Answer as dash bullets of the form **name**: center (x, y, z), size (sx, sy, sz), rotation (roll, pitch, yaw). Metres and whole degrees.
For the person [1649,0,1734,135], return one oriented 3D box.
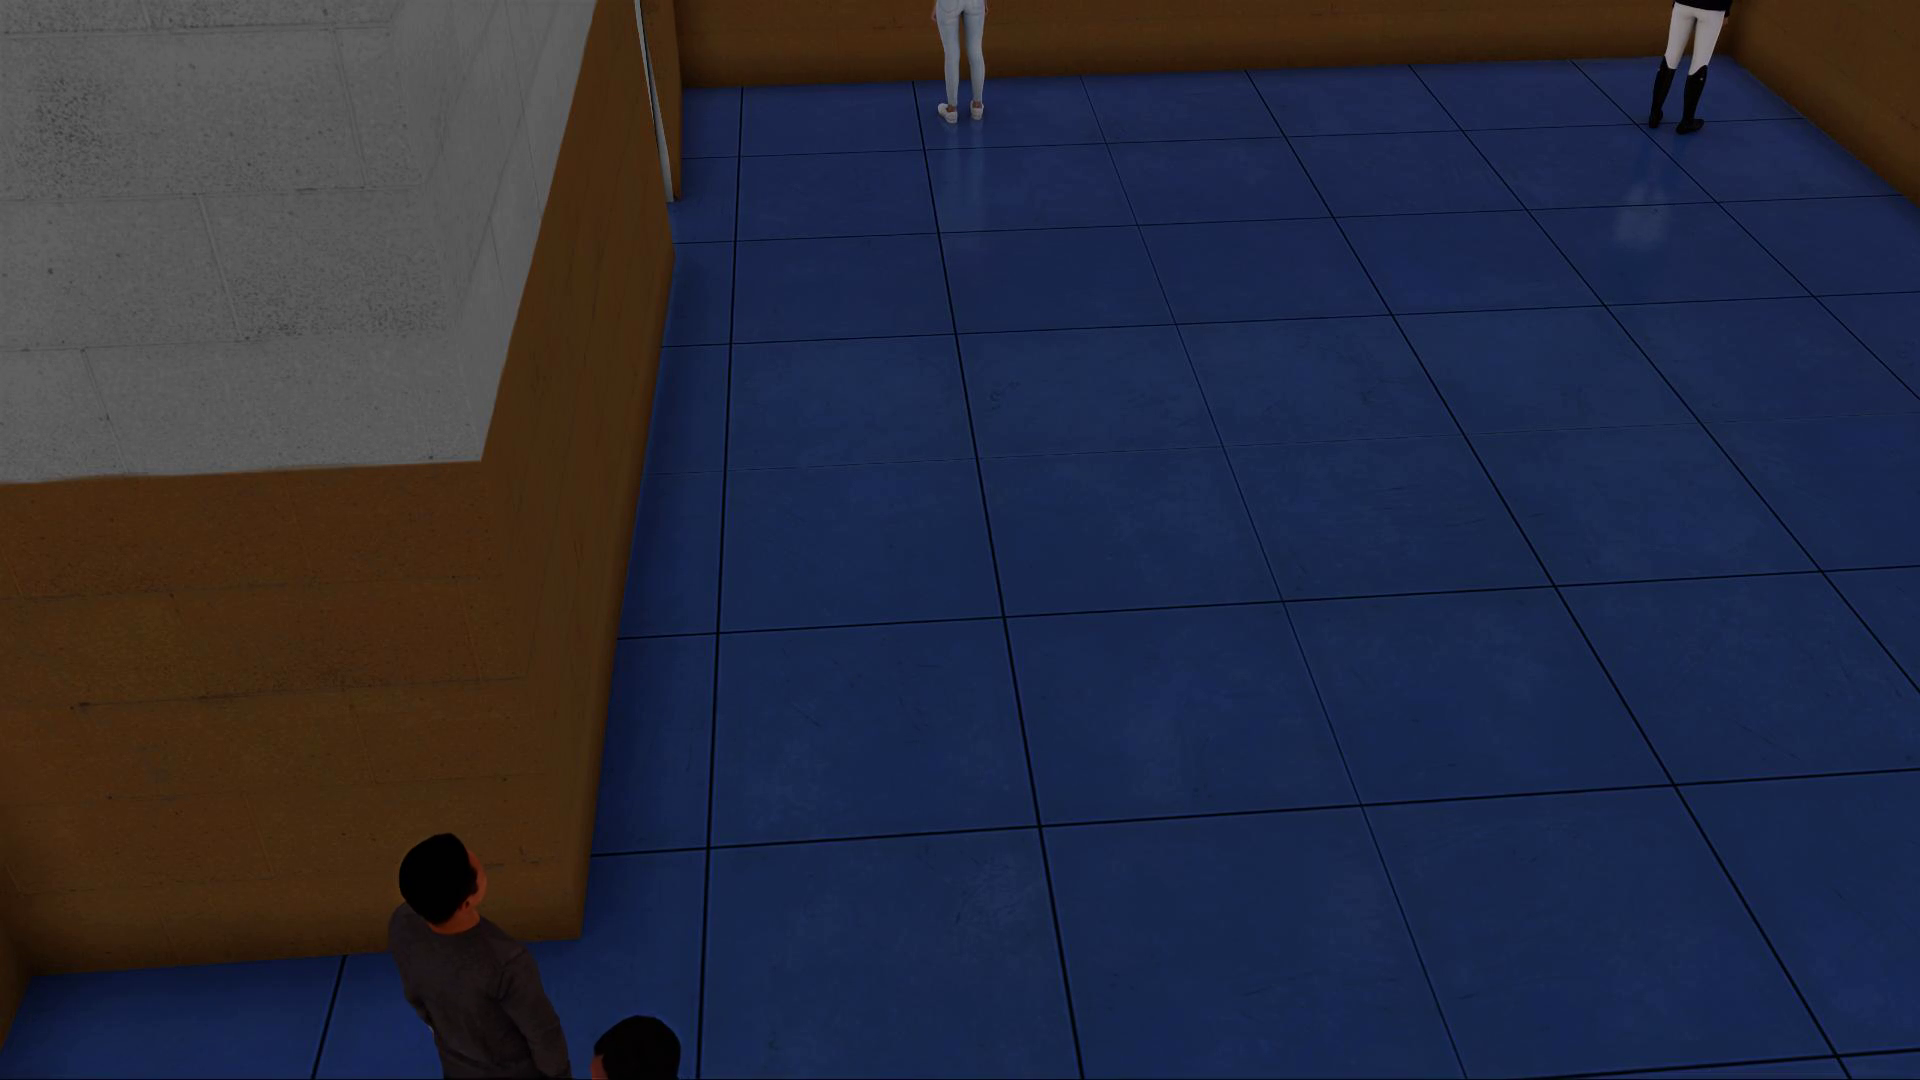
- **person**: center (5.260, -3.763, 11.836), size (0.666, 1.729, 0.725), rotation (27, 45, 31)

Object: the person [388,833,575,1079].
- **person**: center (-1.357, 1.499, 4.808), size (0.647, 1.767, 0.781), rotation (-12, 38, -15)

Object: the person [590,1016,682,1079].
- **person**: center (-0.777, 1.841, 4.372), size (0.667, 1.743, 0.715), rotation (29, 46, 33)

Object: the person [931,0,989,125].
- **person**: center (0.003, -3.879, 11.987), size (0.525, 1.750, 0.661), rotation (-8, 38, -10)
